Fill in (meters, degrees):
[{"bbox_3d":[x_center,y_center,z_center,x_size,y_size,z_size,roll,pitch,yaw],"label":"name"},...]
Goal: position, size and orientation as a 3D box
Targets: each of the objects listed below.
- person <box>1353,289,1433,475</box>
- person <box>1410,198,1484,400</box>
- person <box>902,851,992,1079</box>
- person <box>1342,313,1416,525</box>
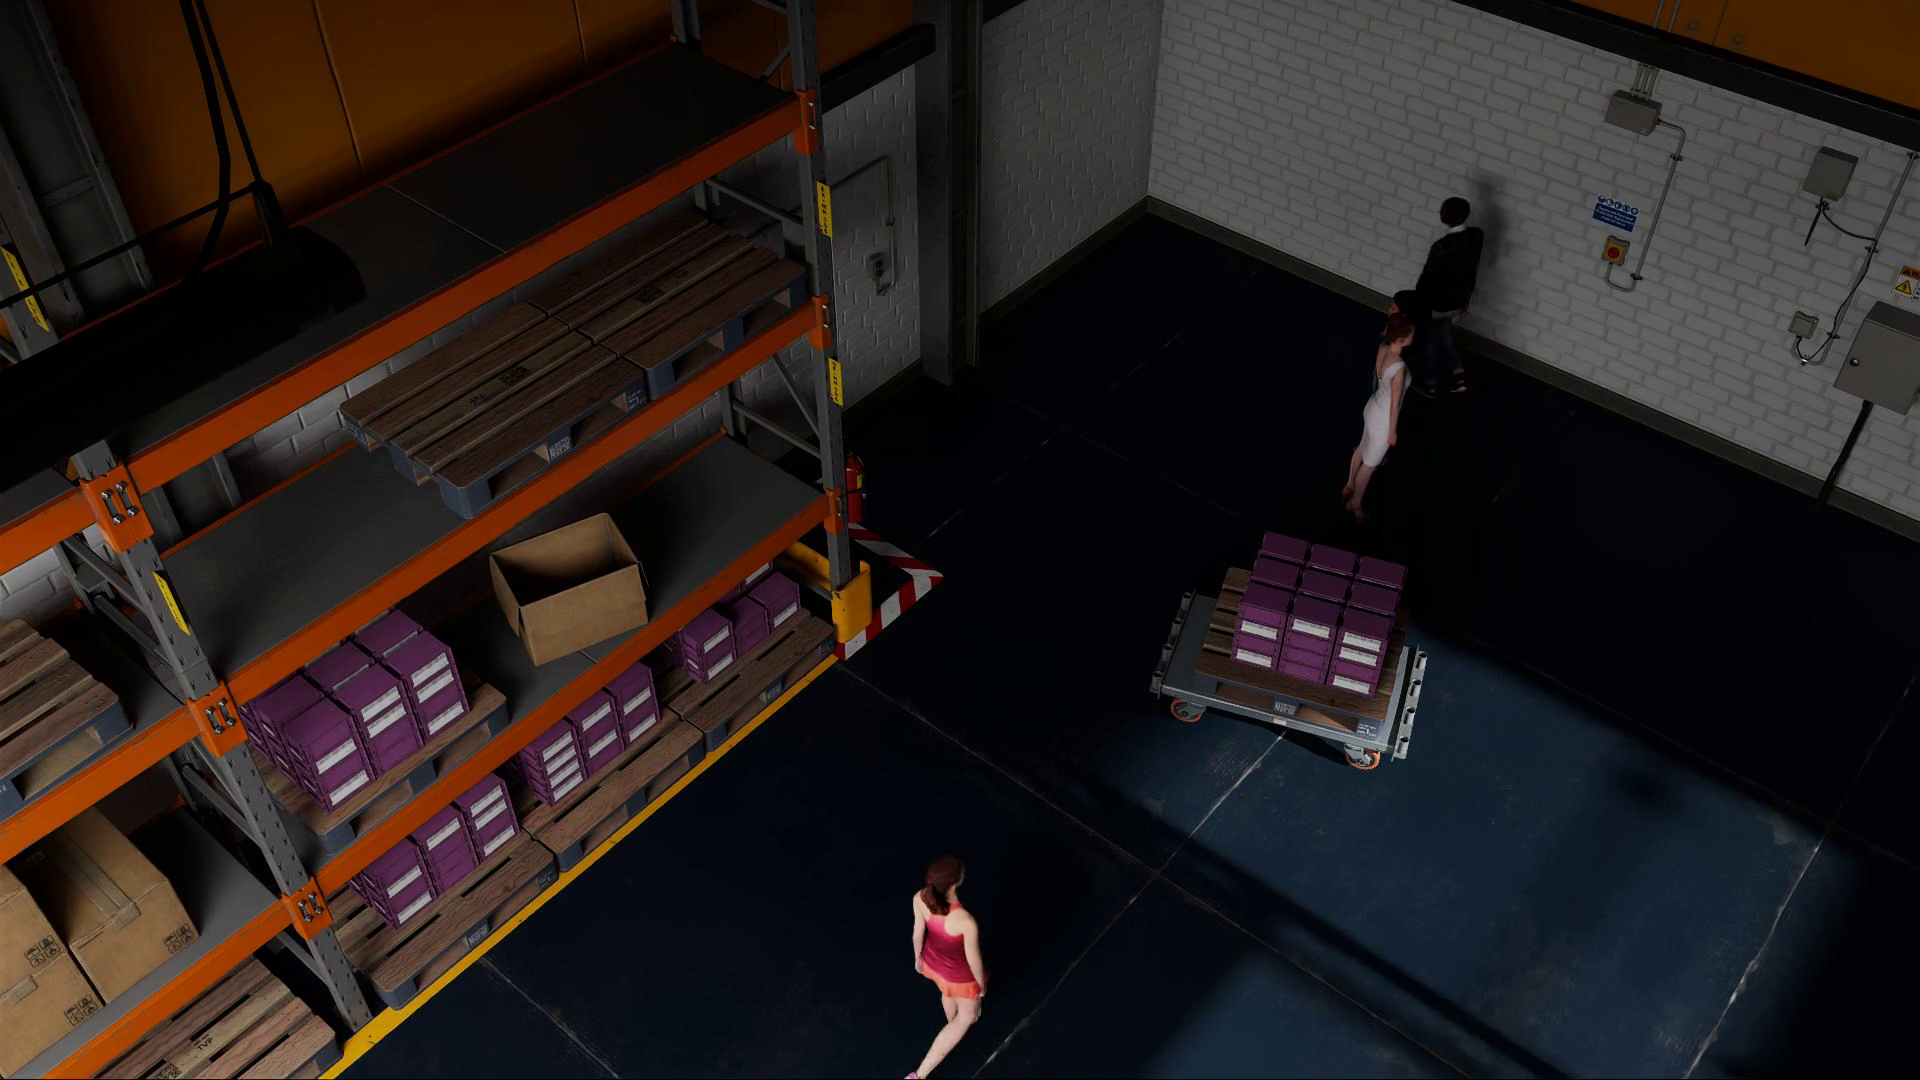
[{"bbox_3d":[3.170,-1.179,12.257,0.752,1.615,0.683,-1,44,-1],"label":"person"},{"bbox_3d":[3.758,-1.768,12.745,0.842,1.795,0.873,-19,47,-19],"label":"person"},{"bbox_3d":[-0.094,2.250,8.572,0.570,1.734,0.963,28,50,26],"label":"person"},{"bbox_3d":[2.964,-0.858,11.794,0.698,1.789,0.624,0,44,0],"label":"person"}]
